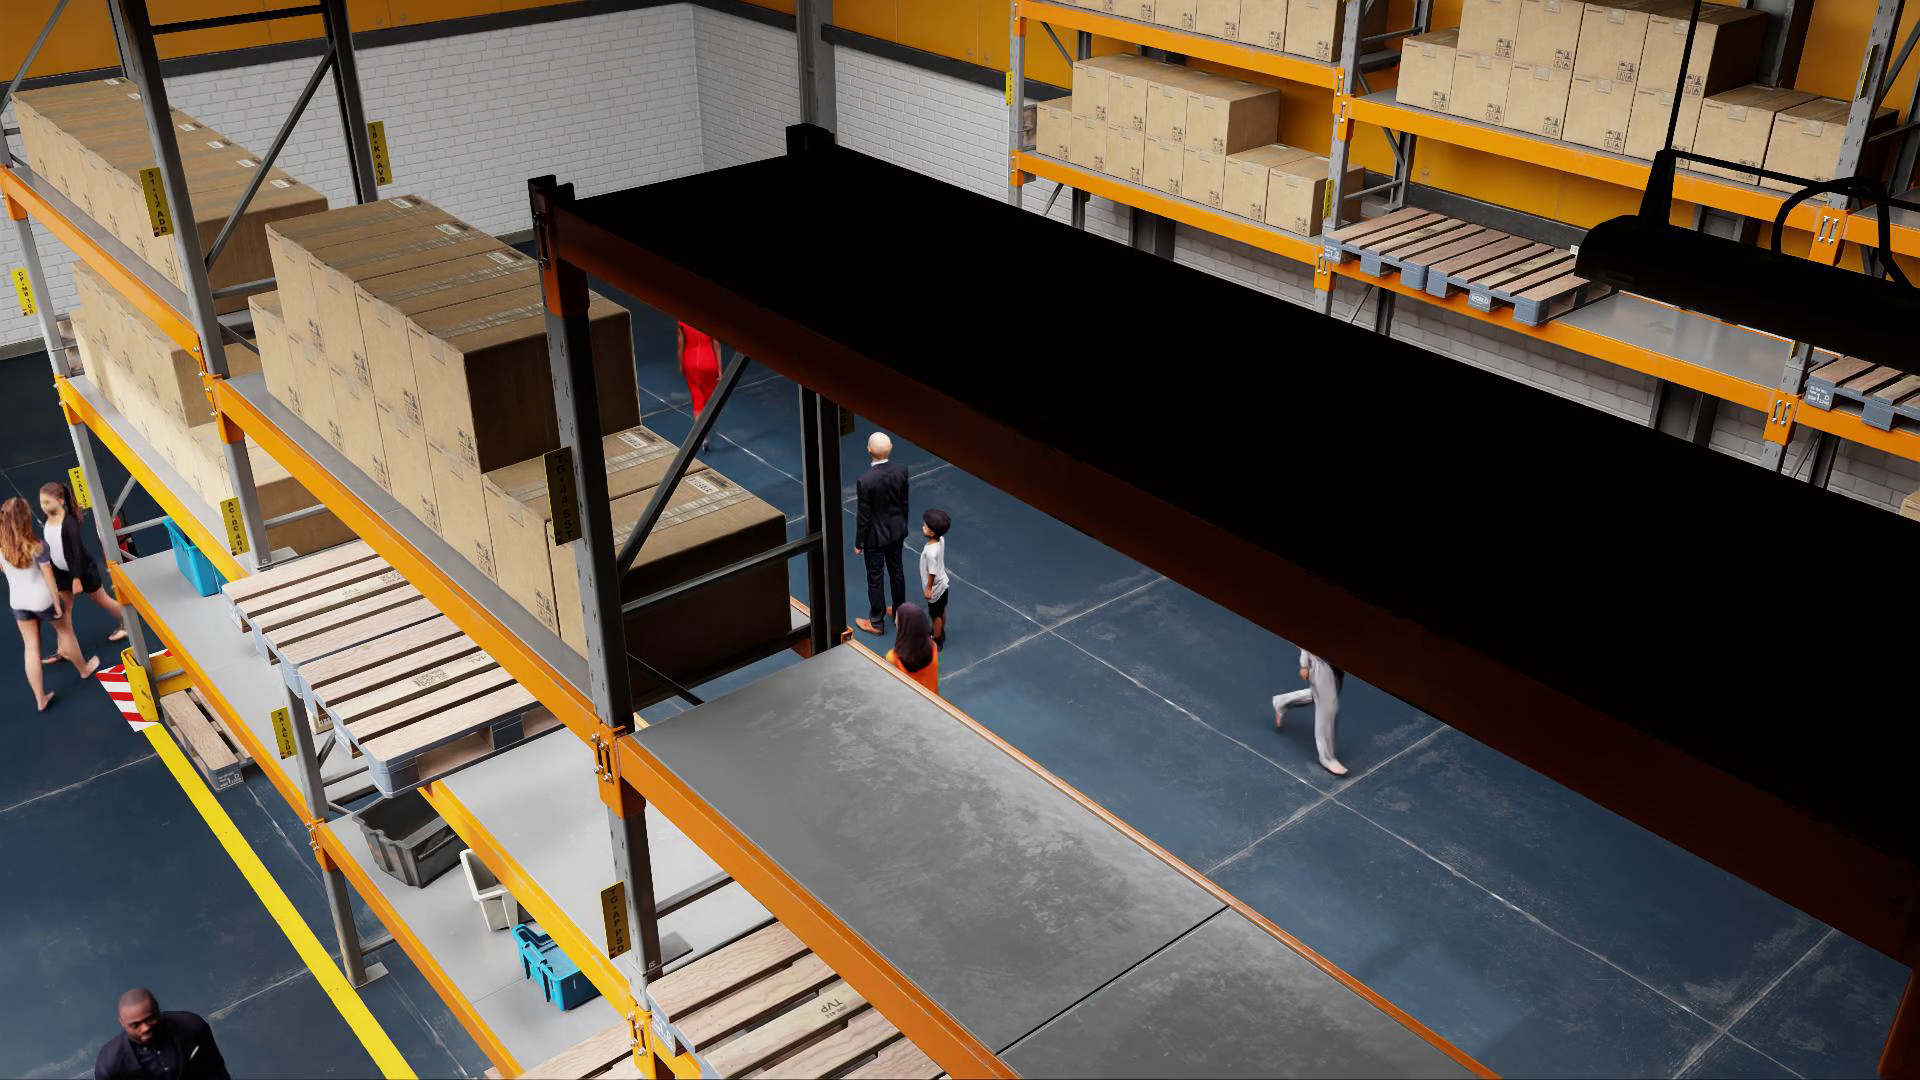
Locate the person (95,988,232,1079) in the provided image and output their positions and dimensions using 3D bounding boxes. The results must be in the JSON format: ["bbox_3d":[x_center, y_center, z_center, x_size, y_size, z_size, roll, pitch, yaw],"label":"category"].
[{"bbox_3d":[-3.890,2.880,8.295,0.749,1.778,1.173,-25,37,-38],"label":"person"}]

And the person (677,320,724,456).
[{"bbox_3d":[-2.608,-1.672,16.709,0.938,1.713,1.103,-4,29,-7],"label":"person"}]

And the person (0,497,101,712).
[{"bbox_3d":[-7.116,0.510,12.724,0.941,1.698,1.020,0,29,0],"label":"person"}]

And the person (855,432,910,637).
[{"bbox_3d":[-0.634,-0.059,13.660,0.663,1.801,0.568,-21,35,-33],"label":"person"}]

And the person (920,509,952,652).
[{"bbox_3d":[-0.197,0.314,13.538,0.633,1.262,0.582,6,29,11],"label":"person"}]

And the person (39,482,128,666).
[{"bbox_3d":[-7.078,0.217,13.450,1.065,1.517,0.905,13,31,22],"label":"person"}]

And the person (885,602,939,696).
[{"bbox_3d":[-0.278,1.220,11.387,0.848,1.732,0.723,19,34,31],"label":"person"}]
